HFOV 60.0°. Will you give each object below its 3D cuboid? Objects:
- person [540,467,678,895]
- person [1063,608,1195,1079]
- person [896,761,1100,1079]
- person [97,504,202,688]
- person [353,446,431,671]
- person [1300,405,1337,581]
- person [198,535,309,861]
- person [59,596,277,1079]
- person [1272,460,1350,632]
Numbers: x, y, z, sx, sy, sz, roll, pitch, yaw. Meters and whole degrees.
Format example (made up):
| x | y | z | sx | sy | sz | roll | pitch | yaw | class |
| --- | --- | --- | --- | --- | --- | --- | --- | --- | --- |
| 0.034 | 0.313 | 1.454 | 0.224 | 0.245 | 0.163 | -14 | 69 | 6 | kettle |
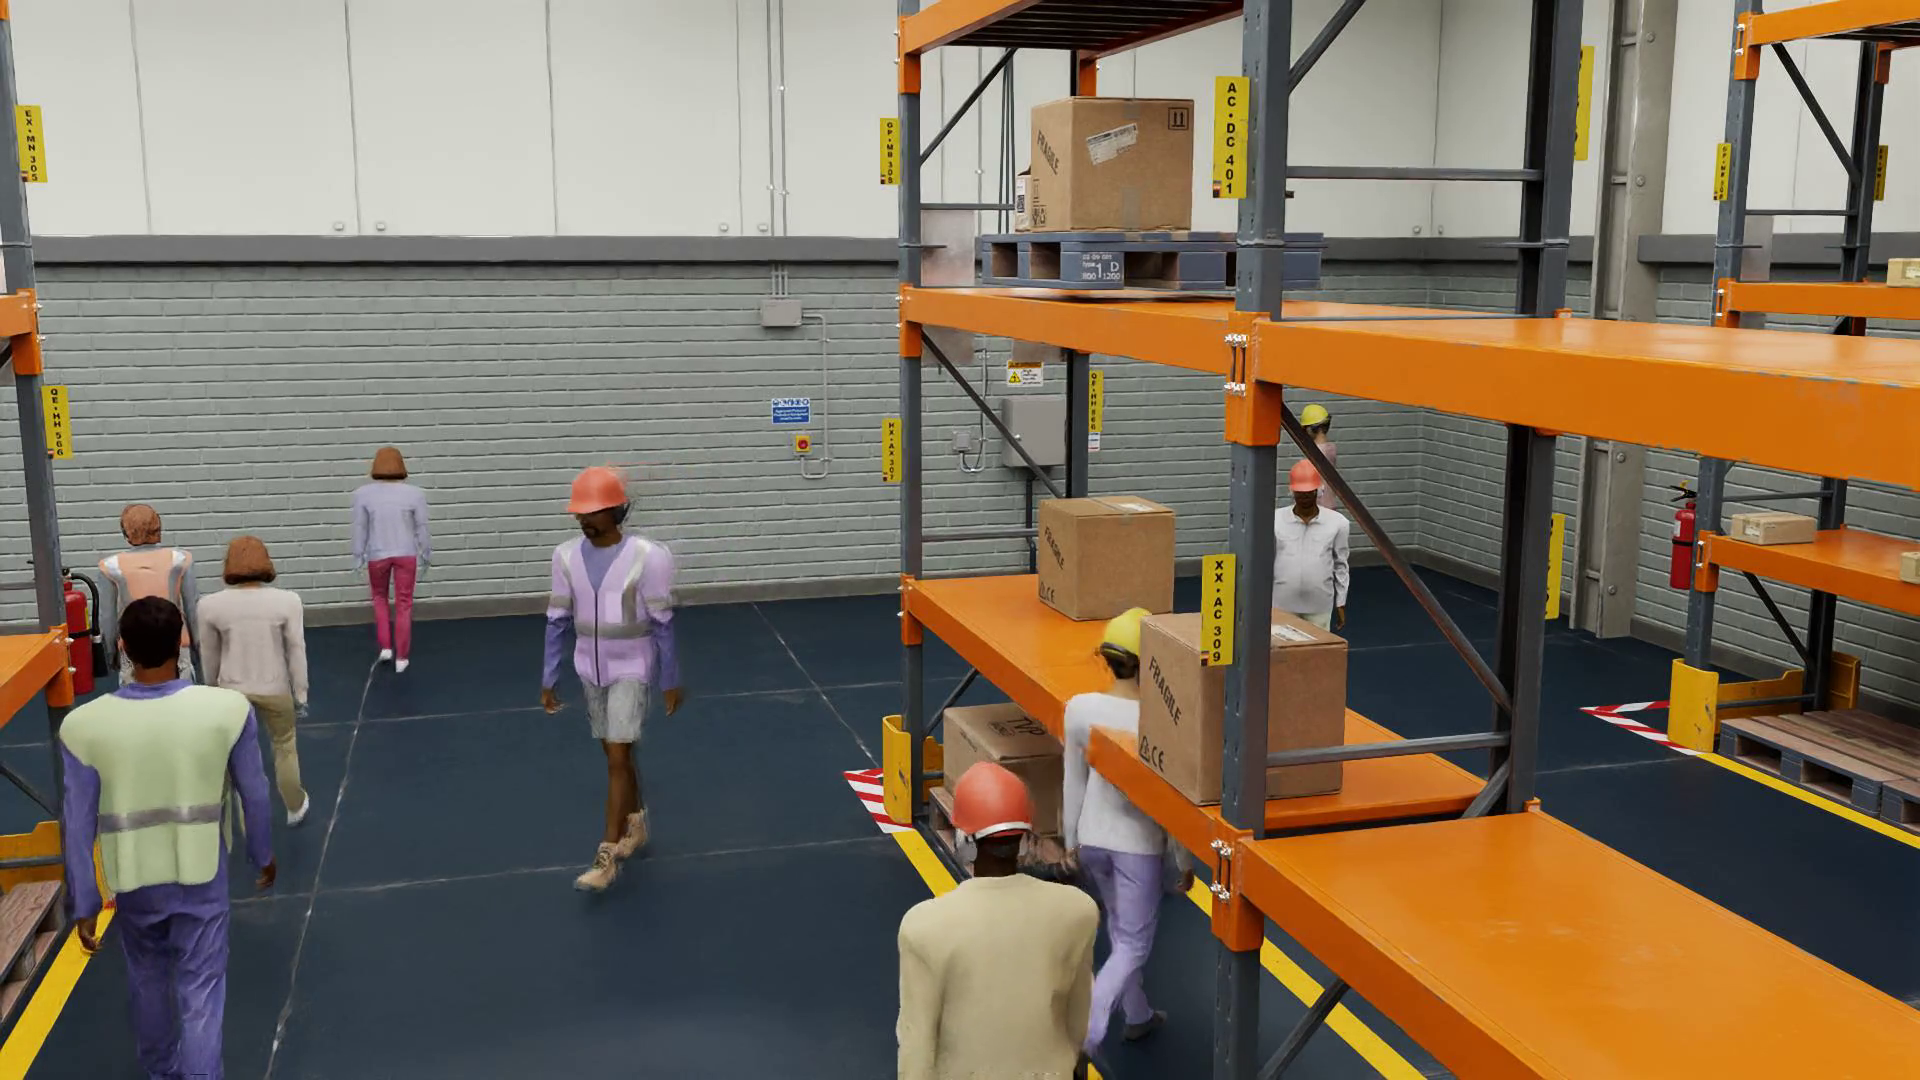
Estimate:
| x | y | z | sx | sy | sz | roll | pitch | yaw | class |
| --- | --- | --- | --- | --- | --- | --- | --- | --- | --- |
| -1.728 | 0.658 | 7.942 | 0.638 | 1.999 | 0.963 | 4 | 11 | 20 | person |
| 0.574 | 1.117 | 6.084 | 0.533 | 1.738 | 0.800 | 8 | 13 | 39 | person |
| 0.083 | 1.417 | 4.449 | 0.570 | 1.699 | 0.910 | -3 | 10 | -15 | person |
| -4.494 | 0.610 | 9.270 | 0.515 | 1.633 | 0.317 | -5 | 11 | -26 | person |
| -4.110 | 0.121 | 12.076 | 0.520 | 1.614 | 0.586 | -3 | 10 | -14 | person |
| 2.930 | -0.236 | 13.723 | 0.322 | 1.761 | 0.522 | 6 | 11 | 30 | person |
| -3.572 | 0.764 | 8.466 | 0.503 | 1.595 | 0.791 | -3 | 10 | -18 | person |
| -2.669 | 1.115 | 5.684 | 0.605 | 1.881 | 0.939 | -3 | 10 | -17 | person |
| 2.113 | 0.371 | 10.275 | 0.573 | 1.748 | 0.342 | 2 | 10 | 9 | person |
